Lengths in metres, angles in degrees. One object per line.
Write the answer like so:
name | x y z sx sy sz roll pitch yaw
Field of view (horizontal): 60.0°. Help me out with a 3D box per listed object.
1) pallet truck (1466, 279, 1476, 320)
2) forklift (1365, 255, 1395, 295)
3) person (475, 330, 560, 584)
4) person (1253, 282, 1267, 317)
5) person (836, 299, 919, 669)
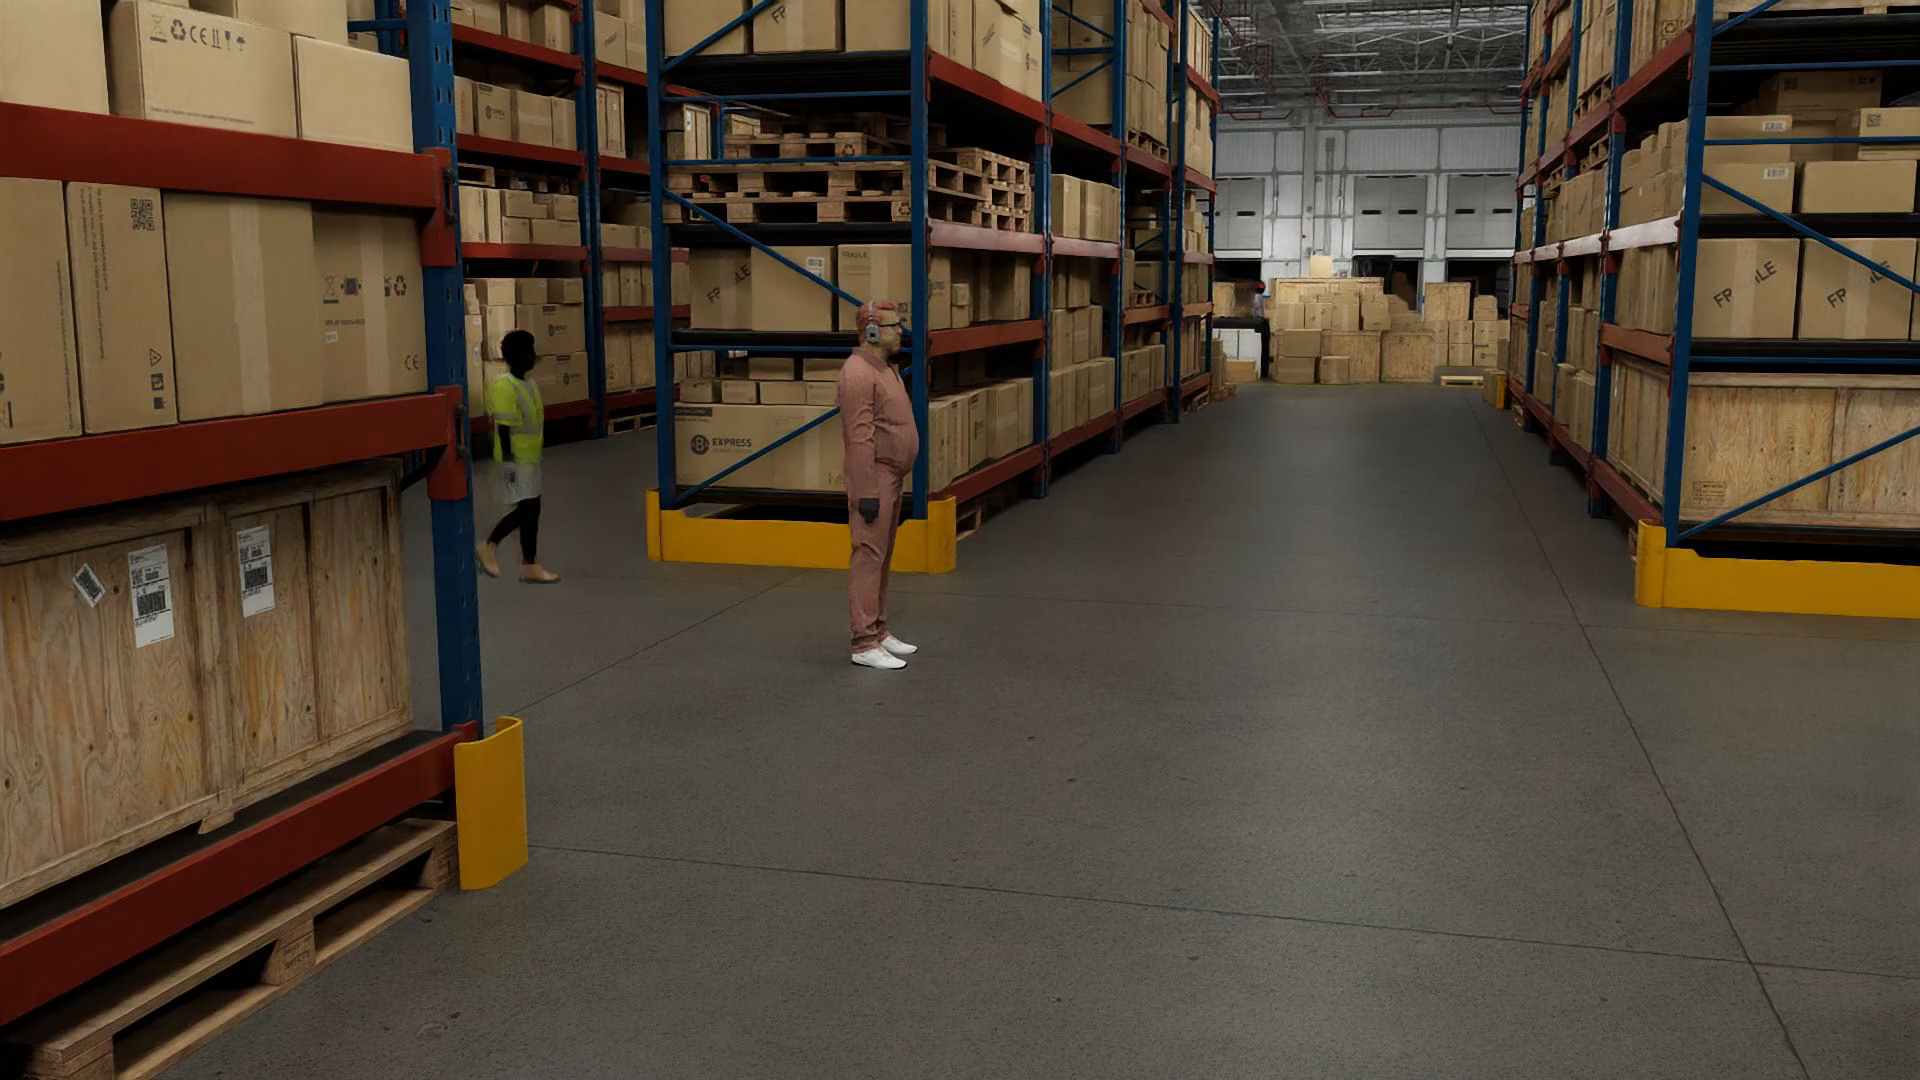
pallet truck | 18.896 -8.459 60.307 1.885 1.965 0.823 5 10 31
forklift | 14.311 -8.354 56.850 1.129 2.768 1.873 -2 9 -11
person | -2.914 -0.534 10.916 0.448 1.686 0.548 1 9 8
person | 9.146 -6.834 50.326 0.931 1.890 0.548 2 9 10
person | -0.415 -0.295 8.716 0.408 1.913 0.641 1 9 8
